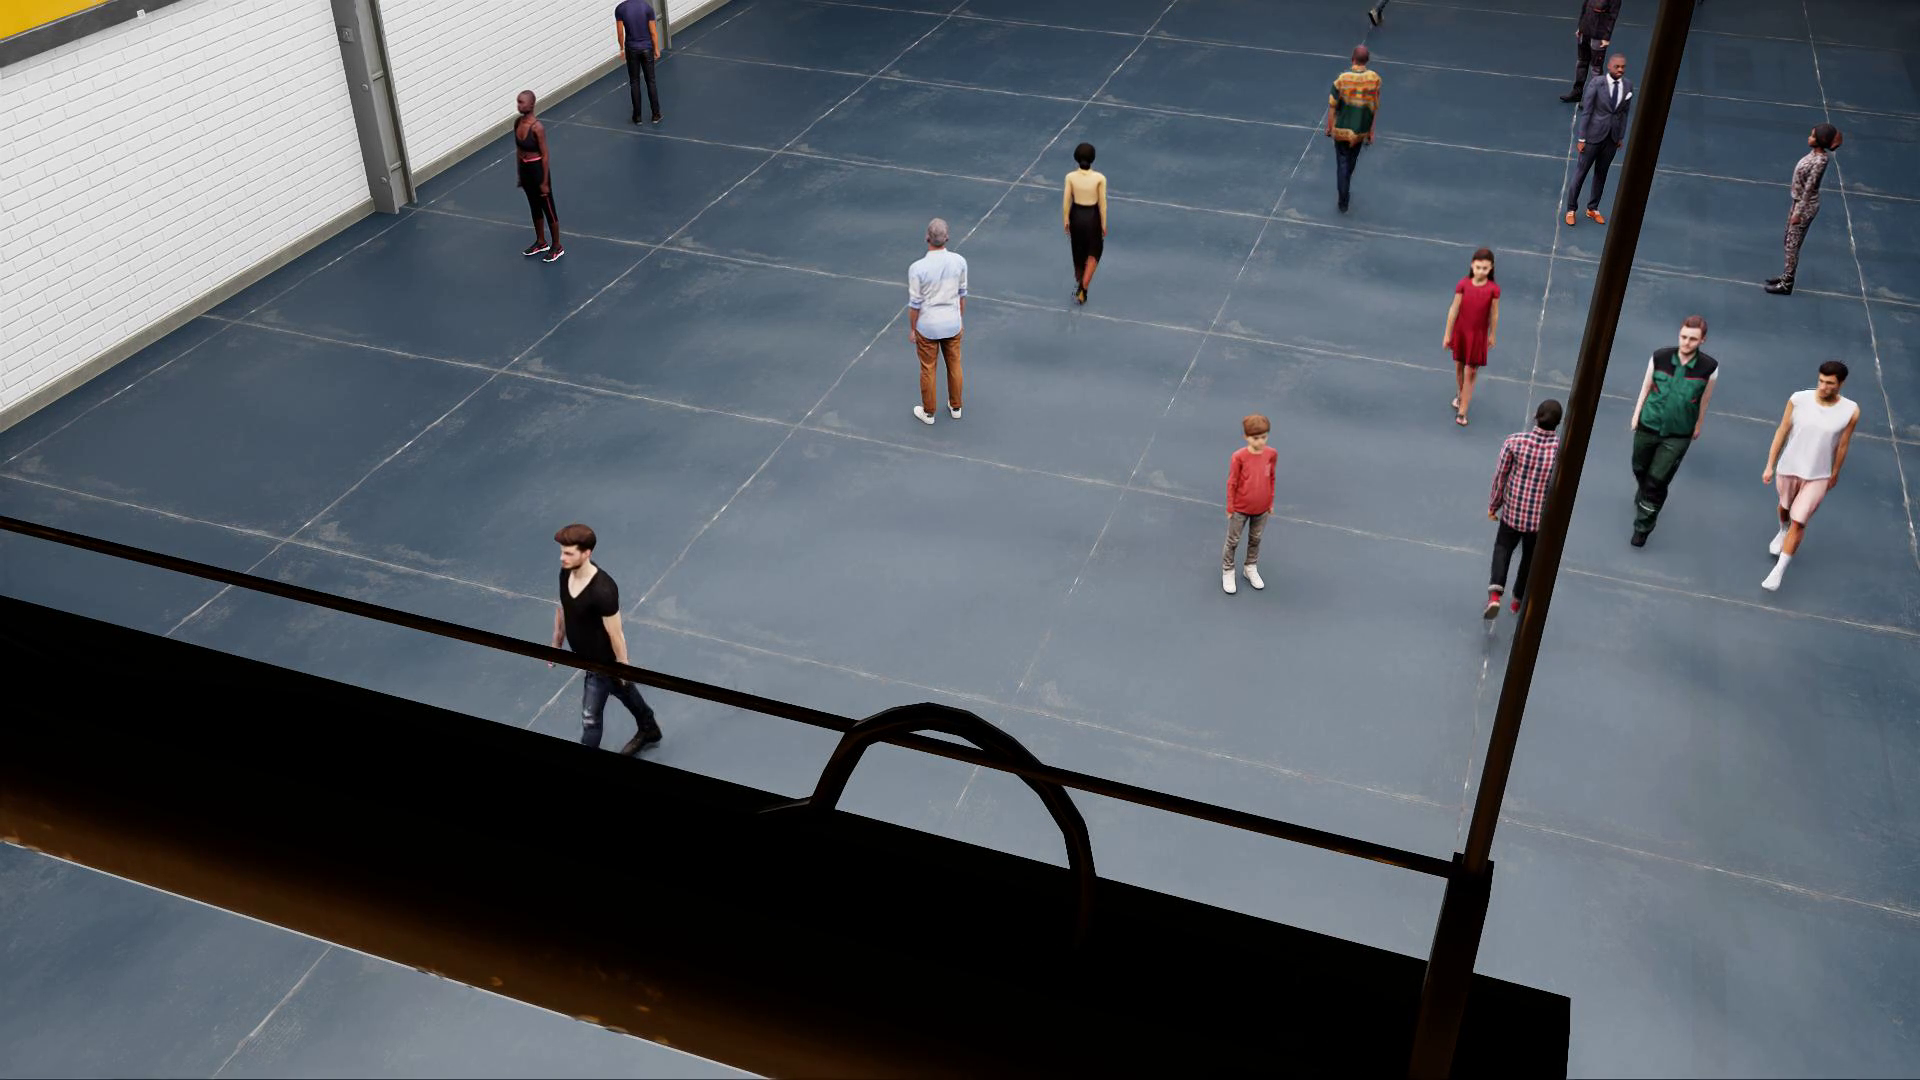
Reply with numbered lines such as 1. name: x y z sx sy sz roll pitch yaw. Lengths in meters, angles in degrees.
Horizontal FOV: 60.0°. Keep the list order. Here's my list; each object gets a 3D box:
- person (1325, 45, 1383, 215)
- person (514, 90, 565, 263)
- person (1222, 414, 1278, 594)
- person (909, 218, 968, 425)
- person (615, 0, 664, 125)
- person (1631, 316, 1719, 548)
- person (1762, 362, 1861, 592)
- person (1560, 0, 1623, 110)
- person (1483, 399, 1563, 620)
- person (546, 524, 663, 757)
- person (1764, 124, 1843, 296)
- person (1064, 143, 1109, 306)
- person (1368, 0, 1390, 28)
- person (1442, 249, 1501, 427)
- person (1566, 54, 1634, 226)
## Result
1. person: 4.247 -4.415 18.023 0.920 1.776 1.168 1 34 1
2. person: -4.330 -3.746 17.034 0.645 1.757 0.627 23 40 30
3. person: 2.111 -0.279 12.126 0.601 1.416 0.635 -8 34 -11
4. person: -0.177 -1.849 14.116 0.763 1.827 0.808 -12 36 -18
5. person: -3.942 -6.019 20.420 0.715 1.793 0.706 -6 34 -8
6. person: 5.397 -0.893 12.687 0.778 1.817 1.153 18 38 25
7. person: 6.232 -0.549 12.244 0.877 1.734 1.210 24 40 31
8. person: 7.999 -6.374 20.914 0.844 1.838 0.777 -14 36 -20
9. person: 3.978 -0.171 11.666 0.718 1.745 0.864 14 36 20
10. person: -2.163 0.668 10.305 1.273 1.855 1.043 -25 41 -33
11. person: 8.274 -3.246 16.319 0.617 1.715 0.488 10 35 15
12. person: 1.190 -2.993 16.000 0.614 1.646 0.709 9 35 14
13. person: 6.033 -8.163 23.667 0.820 1.770 0.965 25 41 33
14. person: 4.416 -1.810 14.332 0.610 1.523 0.979 14 36 20
15. person: 6.857 -4.307 17.818 0.783 1.824 0.776 -4 34 -6
